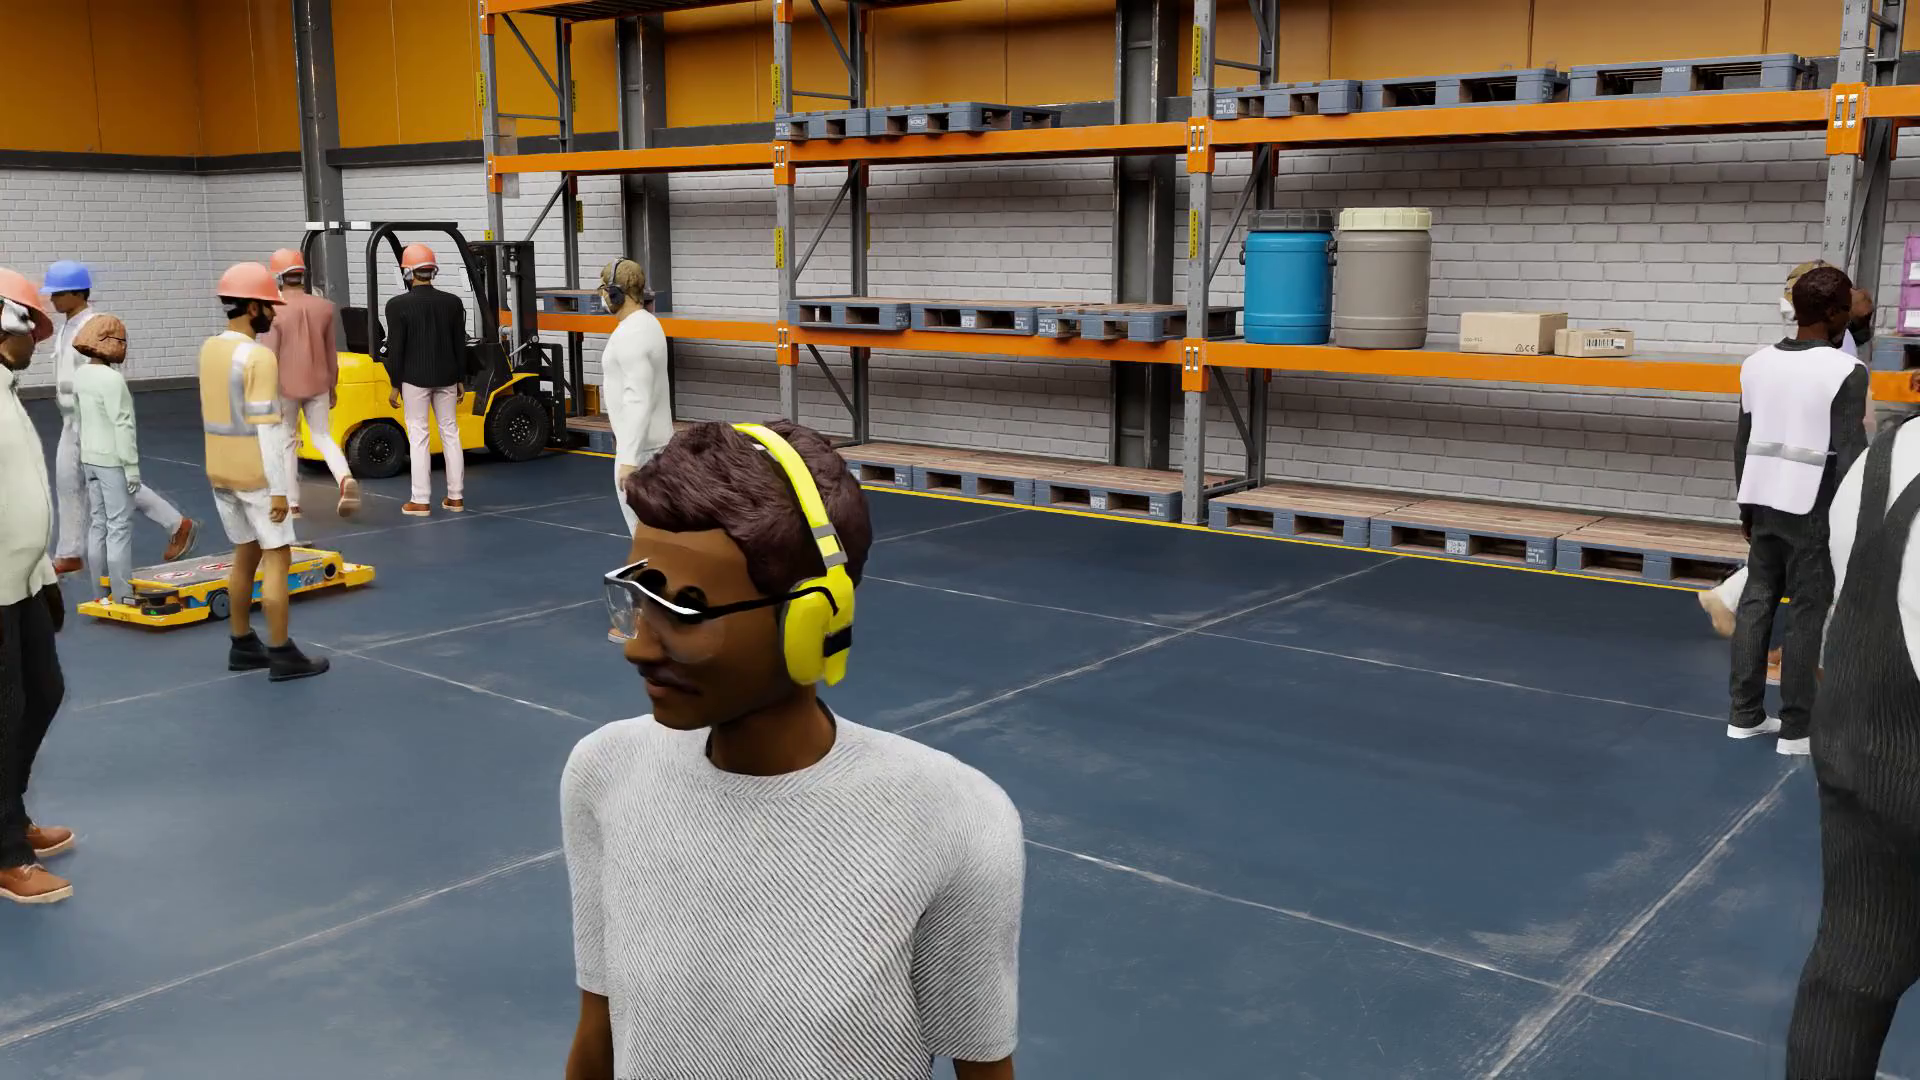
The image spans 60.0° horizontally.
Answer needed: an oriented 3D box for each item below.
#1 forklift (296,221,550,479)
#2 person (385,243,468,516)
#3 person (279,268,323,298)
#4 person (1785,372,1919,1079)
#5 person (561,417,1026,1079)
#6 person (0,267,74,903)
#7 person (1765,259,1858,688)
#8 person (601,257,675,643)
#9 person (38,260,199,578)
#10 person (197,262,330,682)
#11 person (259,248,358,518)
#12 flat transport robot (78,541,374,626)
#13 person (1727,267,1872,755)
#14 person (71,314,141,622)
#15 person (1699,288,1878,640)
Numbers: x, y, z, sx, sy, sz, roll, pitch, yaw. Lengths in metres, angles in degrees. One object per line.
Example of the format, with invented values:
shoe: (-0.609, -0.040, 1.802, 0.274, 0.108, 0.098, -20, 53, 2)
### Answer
forklift: (-4.922, -1.741, 14.854, 1.214, 2.155, 2.313, 8, 13, 38)
person: (-3.927, -1.176, 12.267, 0.612, 1.997, 0.375, -10, 14, -43)
person: (-6.408, -1.844, 16.285, 0.353, 1.883, 0.577, 4, 11, 20)
person: (2.029, 0.446, 3.158, 0.833, 2.000, 0.712, -1, 10, -3)
person: (-0.180, 0.805, 1.662, 0.519, 1.865, 0.335, 4, 11, 20)
person: (-2.985, 0.148, 5.114, 0.407, 1.945, 0.697, -2, 10, -12)
person: (3.859, -0.299, 7.572, 0.352, 1.937, 0.635, 5, 12, 28)
person: (-1.631, -0.447, 8.398, 0.377, 1.937, 0.629, -1, 10, -4)
person: (-5.188, -0.739, 10.102, 0.613, 1.914, 0.881, 8, 13, 39)
person: (-3.235, -0.302, 7.648, 0.547, 1.928, 0.399, 7, 13, 35)
person: (-4.708, -1.107, 11.963, 0.829, 1.973, 0.625, 9, 13, 39)
flat transport robot: (-4.063, 0.225, 9.289, 0.652, 0.197, 1.431, 5, 12, 28)
person: (3.306, -0.109, 6.576, 0.386, 1.919, 0.590, -4, 11, -20)
person: (-4.523, -0.382, 8.879, 0.498, 1.631, 0.284, 8, 13, 39)
person: (4.185, -0.342, 8.216, 0.822, 1.807, 0.636, 6, 12, 30)
